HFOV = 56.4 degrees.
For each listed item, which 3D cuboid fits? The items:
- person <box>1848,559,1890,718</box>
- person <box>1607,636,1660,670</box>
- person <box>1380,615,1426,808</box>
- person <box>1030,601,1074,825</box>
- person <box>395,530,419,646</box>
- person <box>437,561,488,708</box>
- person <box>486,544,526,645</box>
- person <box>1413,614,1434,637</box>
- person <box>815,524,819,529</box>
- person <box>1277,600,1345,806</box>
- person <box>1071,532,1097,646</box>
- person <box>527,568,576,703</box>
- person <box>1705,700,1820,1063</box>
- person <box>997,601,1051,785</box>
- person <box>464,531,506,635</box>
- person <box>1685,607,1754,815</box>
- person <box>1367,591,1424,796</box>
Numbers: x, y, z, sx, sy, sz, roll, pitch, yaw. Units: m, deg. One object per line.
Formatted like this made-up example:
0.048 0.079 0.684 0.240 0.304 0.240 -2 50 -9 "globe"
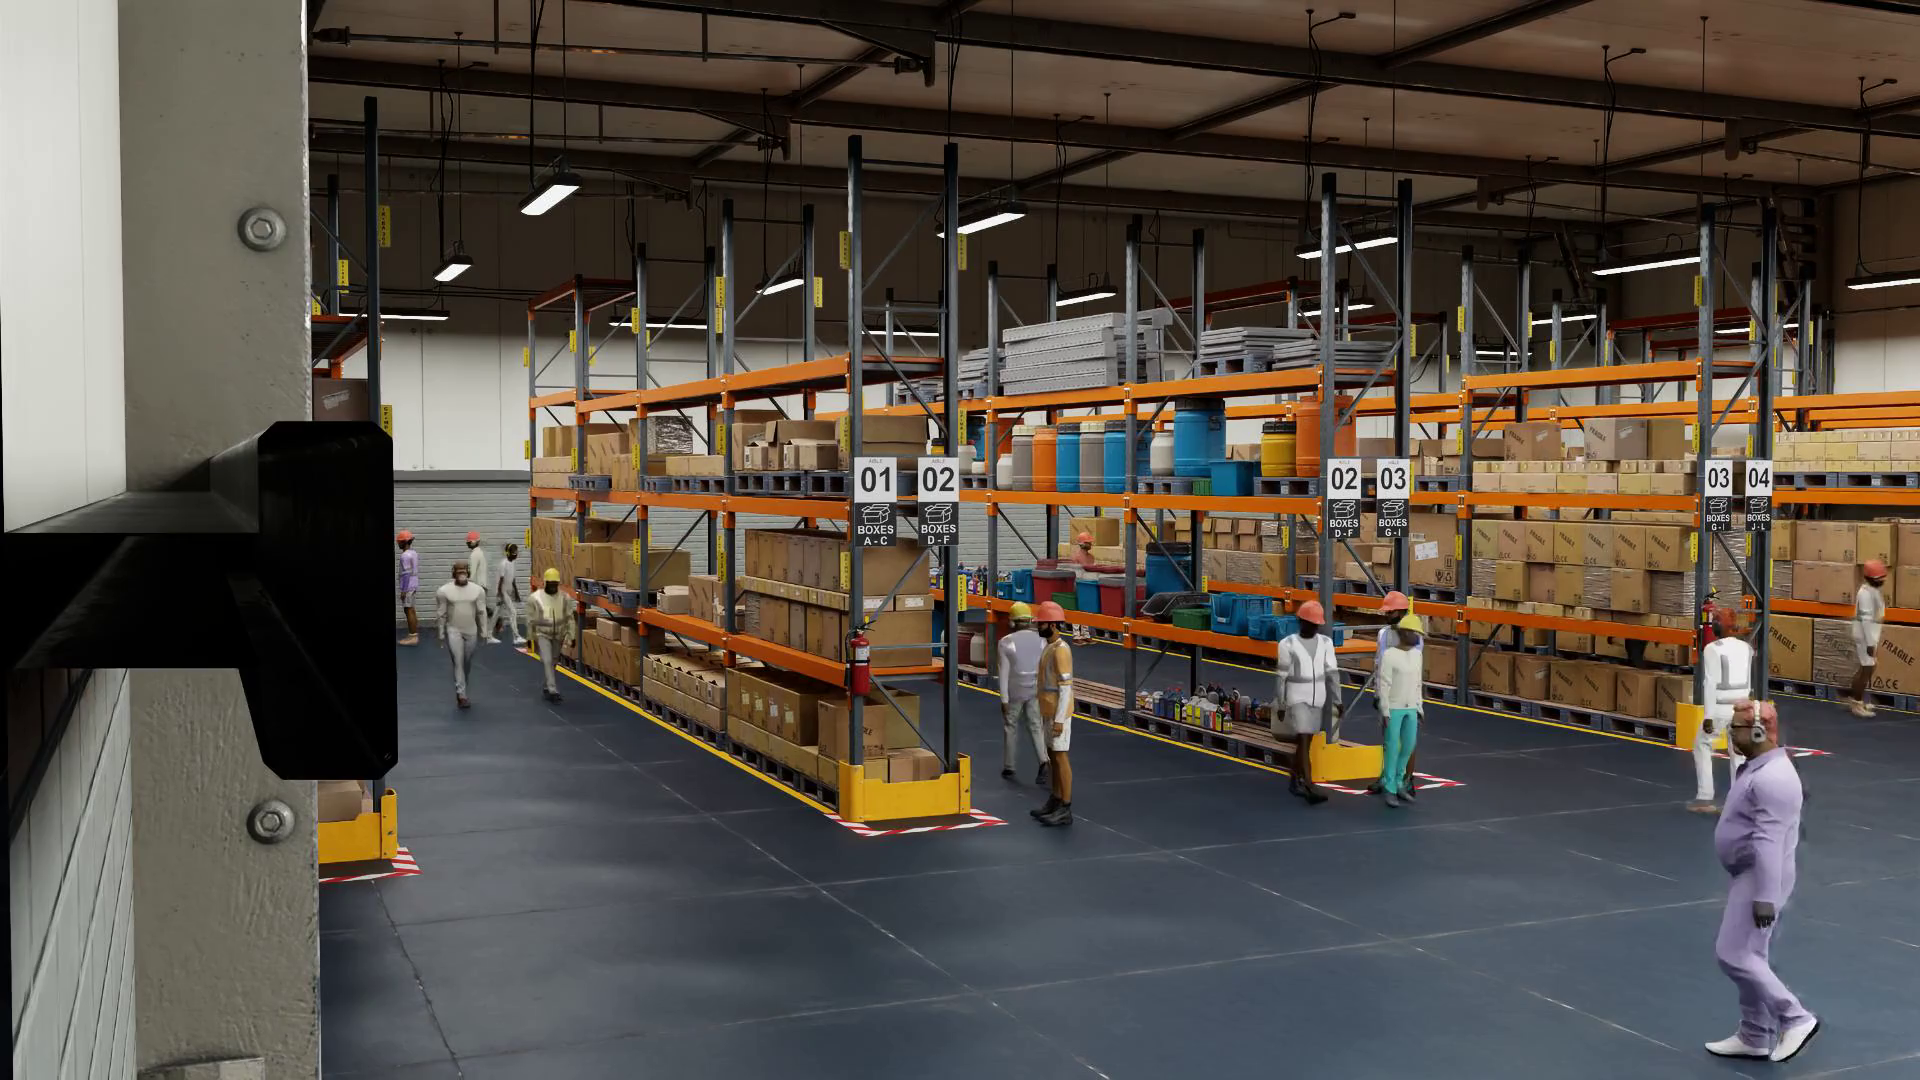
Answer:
11.351 1.221 22.366 0.527 1.990 0.705 2 3 36 "person"
8.870 1.222 23.699 0.618 1.880 0.924 0 2 -12 "person"
4.035 1.576 16.596 0.598 1.746 0.441 -1 3 -31 "person"
0.806 1.503 15.658 0.377 1.938 0.547 0 2 -9 "person"
-9.768 0.841 31.596 0.390 2.040 0.614 0 2 -3 "person"
-6.576 1.217 23.629 0.640 1.908 0.959 -1 2 -27 "person"
-8.075 0.964 31.809 0.877 1.793 0.542 0 2 -1 "person"
7.234 1.182 28.233 0.550 1.608 0.658 0 2 -2 "person"
-3.128 0.632 38.008 0.603 1.966 0.372 2 3 38 "person"
3.243 1.497 16.672 0.542 1.878 0.984 -1 2 -18 "person"
2.188 0.860 31.665 0.370 1.996 0.622 2 3 40 "person"
-5.450 1.267 23.942 0.604 1.779 0.955 -1 3 -30 "person"
4.126 1.771 9.275 0.463 1.891 0.673 1 2 18 "person"
0.648 1.499 17.638 0.591 1.804 0.879 -1 2 -18 "person"
-8.886 0.816 33.256 0.870 1.973 0.634 0 2 -5 "person"
6.758 1.525 15.977 0.617 1.860 0.699 -1 2 -25 "person"
4.129 1.452 16.998 0.357 1.938 0.545 -1 3 -34 "person"
